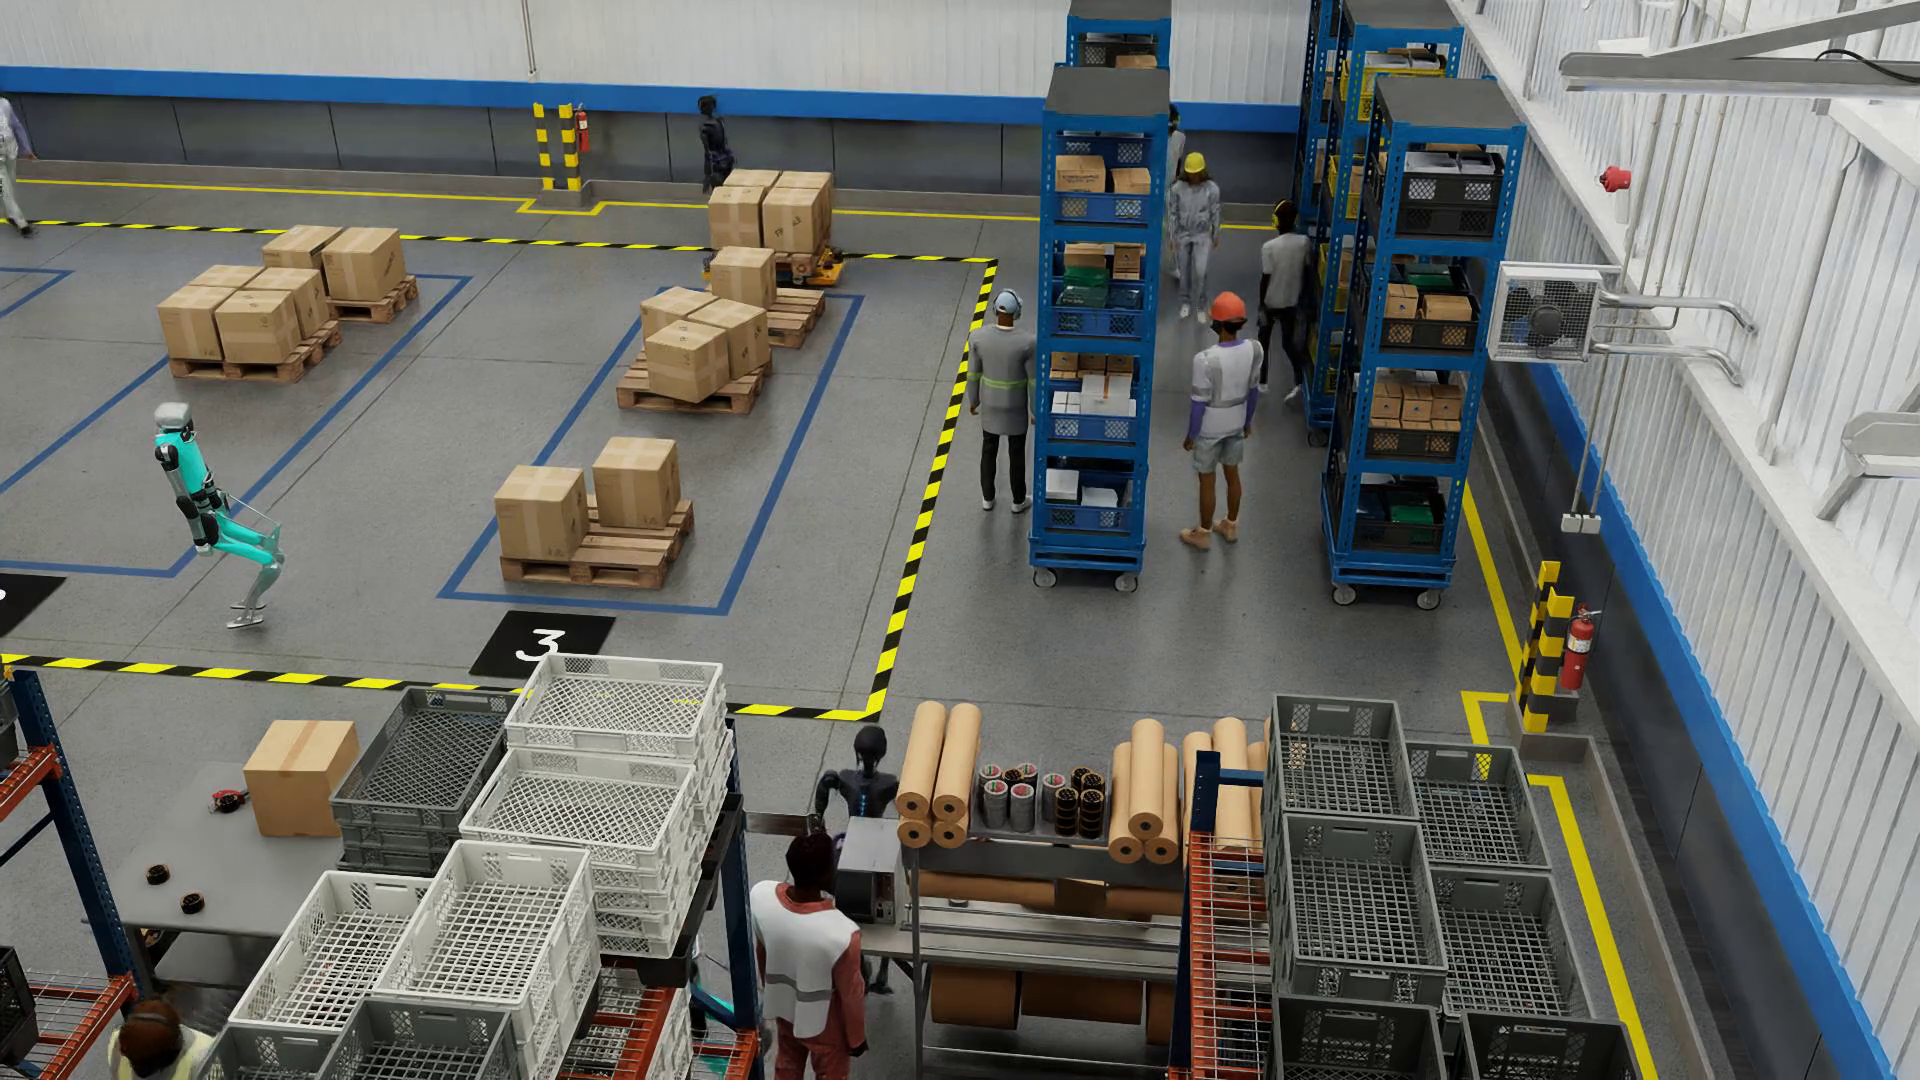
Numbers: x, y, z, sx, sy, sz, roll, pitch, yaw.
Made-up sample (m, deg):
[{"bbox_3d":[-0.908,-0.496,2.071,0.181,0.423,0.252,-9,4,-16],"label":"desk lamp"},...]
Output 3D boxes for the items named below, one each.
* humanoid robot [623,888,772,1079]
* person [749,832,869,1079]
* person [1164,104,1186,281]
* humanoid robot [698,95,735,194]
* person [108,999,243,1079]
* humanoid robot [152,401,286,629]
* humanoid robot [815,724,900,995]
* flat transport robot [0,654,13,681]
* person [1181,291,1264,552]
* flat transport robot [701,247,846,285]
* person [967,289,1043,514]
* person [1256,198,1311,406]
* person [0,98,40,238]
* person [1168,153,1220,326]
[{"bbox_3d":[-1.089,2.135,7.630,0.781,1.861,0.553,-6,31,-11],"label":"humanoid robot"},{"bbox_3d":[-0.675,2.100,7.440,0.590,1.910,0.385,19,35,30],"label":"person"},{"bbox_3d":[2.127,-3.616,17.340,0.510,1.823,0.966,-9,31,-14],"label":"person"},{"bbox_3d":[-2.643,-4.072,18.276,0.363,1.645,0.590,6,31,10],"label":"humanoid robot"},{"bbox_3d":[-3.093,2.481,6.877,0.651,1.815,0.611,11,32,18],"label":"person"},{"bbox_3d":[-4.974,-0.179,11.384,0.735,1.681,0.533,-5,31,-8],"label":"humanoid robot"},{"bbox_3d":[-0.492,1.676,8.402,0.607,1.643,0.427,2,30,4],"label":"humanoid robot"},{"bbox_3d":[-7.142,0.969,11.010,1.431,0.231,0.659,3,30,6],"label":"flat transport robot"},{"bbox_3d":[1.930,-0.879,12.423,0.613,2.040,0.388,-16,34,-26],"label":"person"},{"bbox_3d":[-1.982,-2.953,17.718,1.431,0.197,0.652,3,30,6],"label":"flat transport robot"},{"bbox_3d":[0.358,-1.087,12.966,0.596,1.850,0.398,8,31,13],"label":"person"},{"bbox_3d":[2.887,-2.074,14.686,0.564,1.831,0.775,-9,31,-16],"label":"person"},{"bbox_3d":[-10.636,-4.280,18.504,0.889,1.790,0.606,17,34,27],"label":"person"},{"bbox_3d":[2.275,-2.953,16.302,0.494,1.718,0.647,8,31,13],"label":"person"}]
